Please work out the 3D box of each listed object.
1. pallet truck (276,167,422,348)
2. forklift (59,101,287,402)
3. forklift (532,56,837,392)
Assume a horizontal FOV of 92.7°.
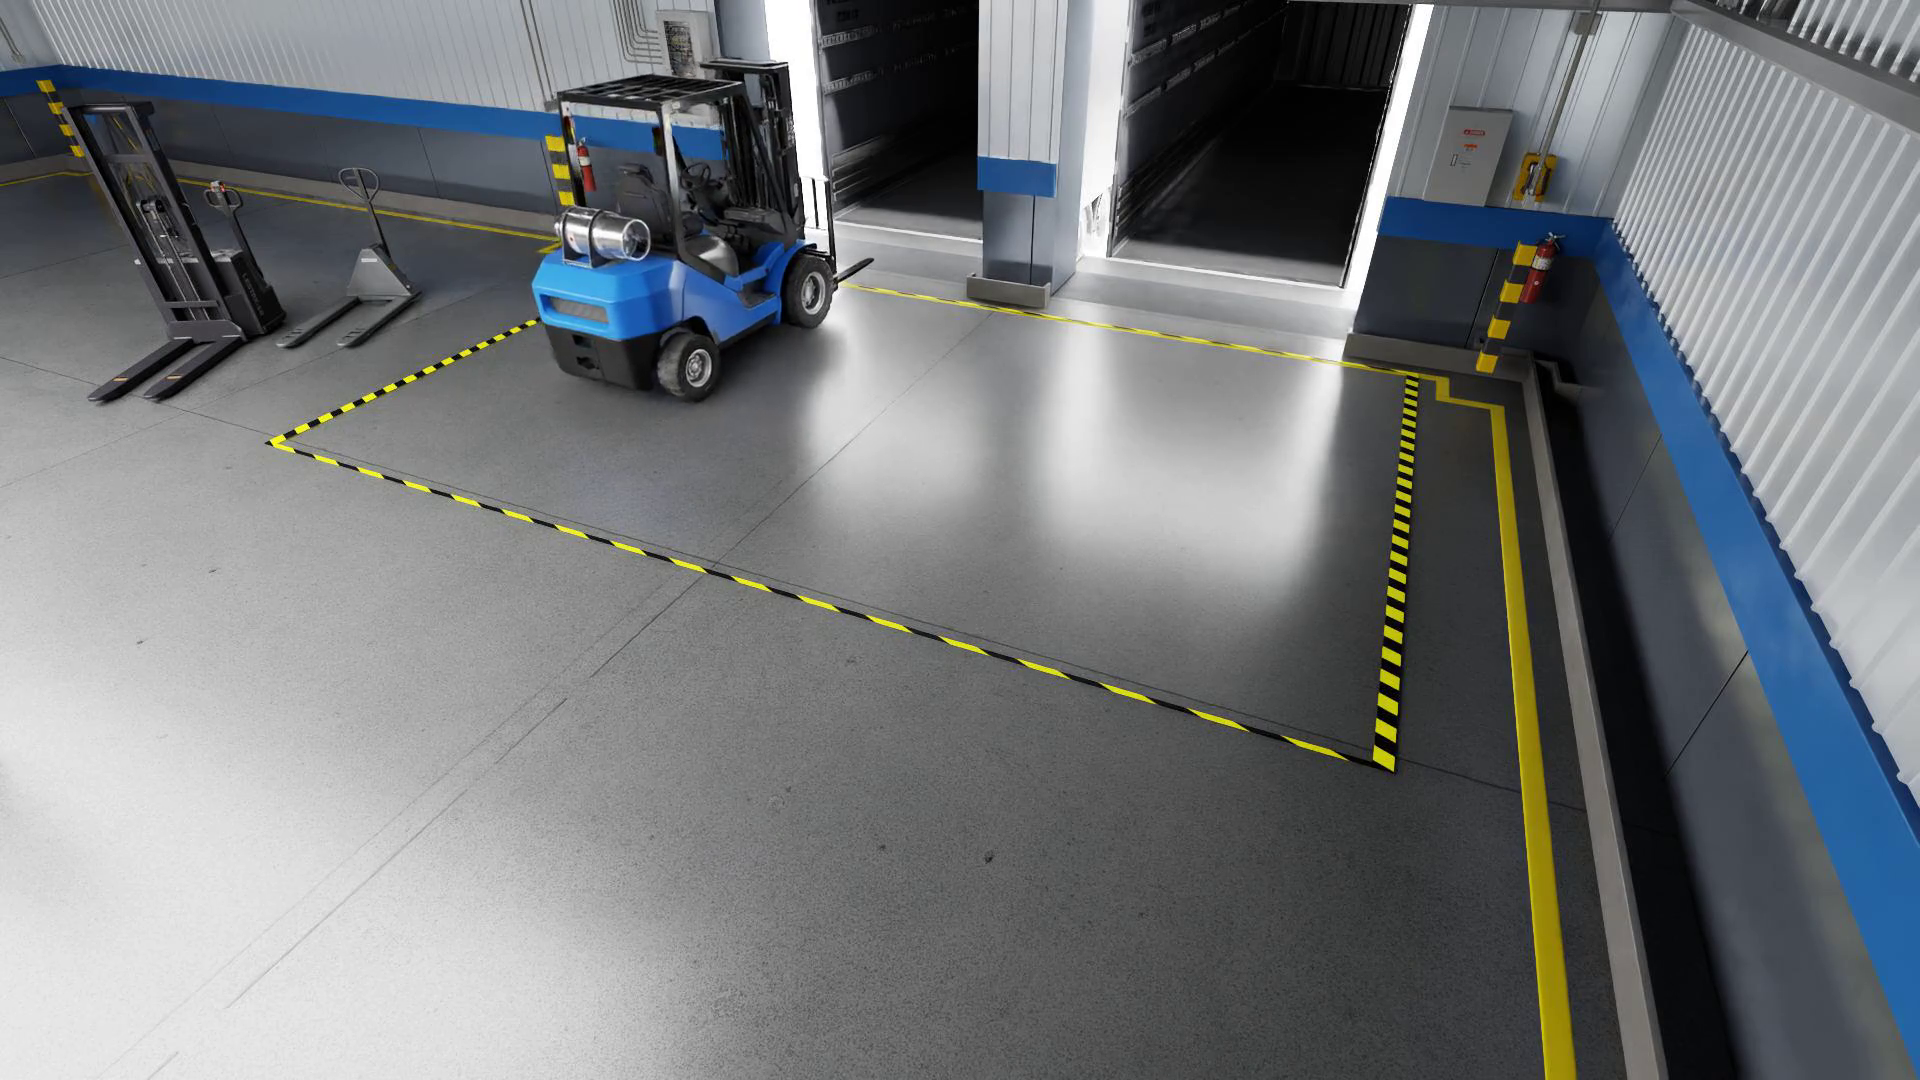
[{"bbox_3d":[-5.732,-2.611,8.414,0.680,1.201,1.601,-1,35,-1],"label":"pallet truck"},{"bbox_3d":[-6.686,-2.387,7.434,0.823,1.965,1.885,-3,35,-5],"label":"forklift"},{"bbox_3d":[-2.266,-2.695,7.560,1.157,2.036,2.680,16,38,21],"label":"forklift"}]
